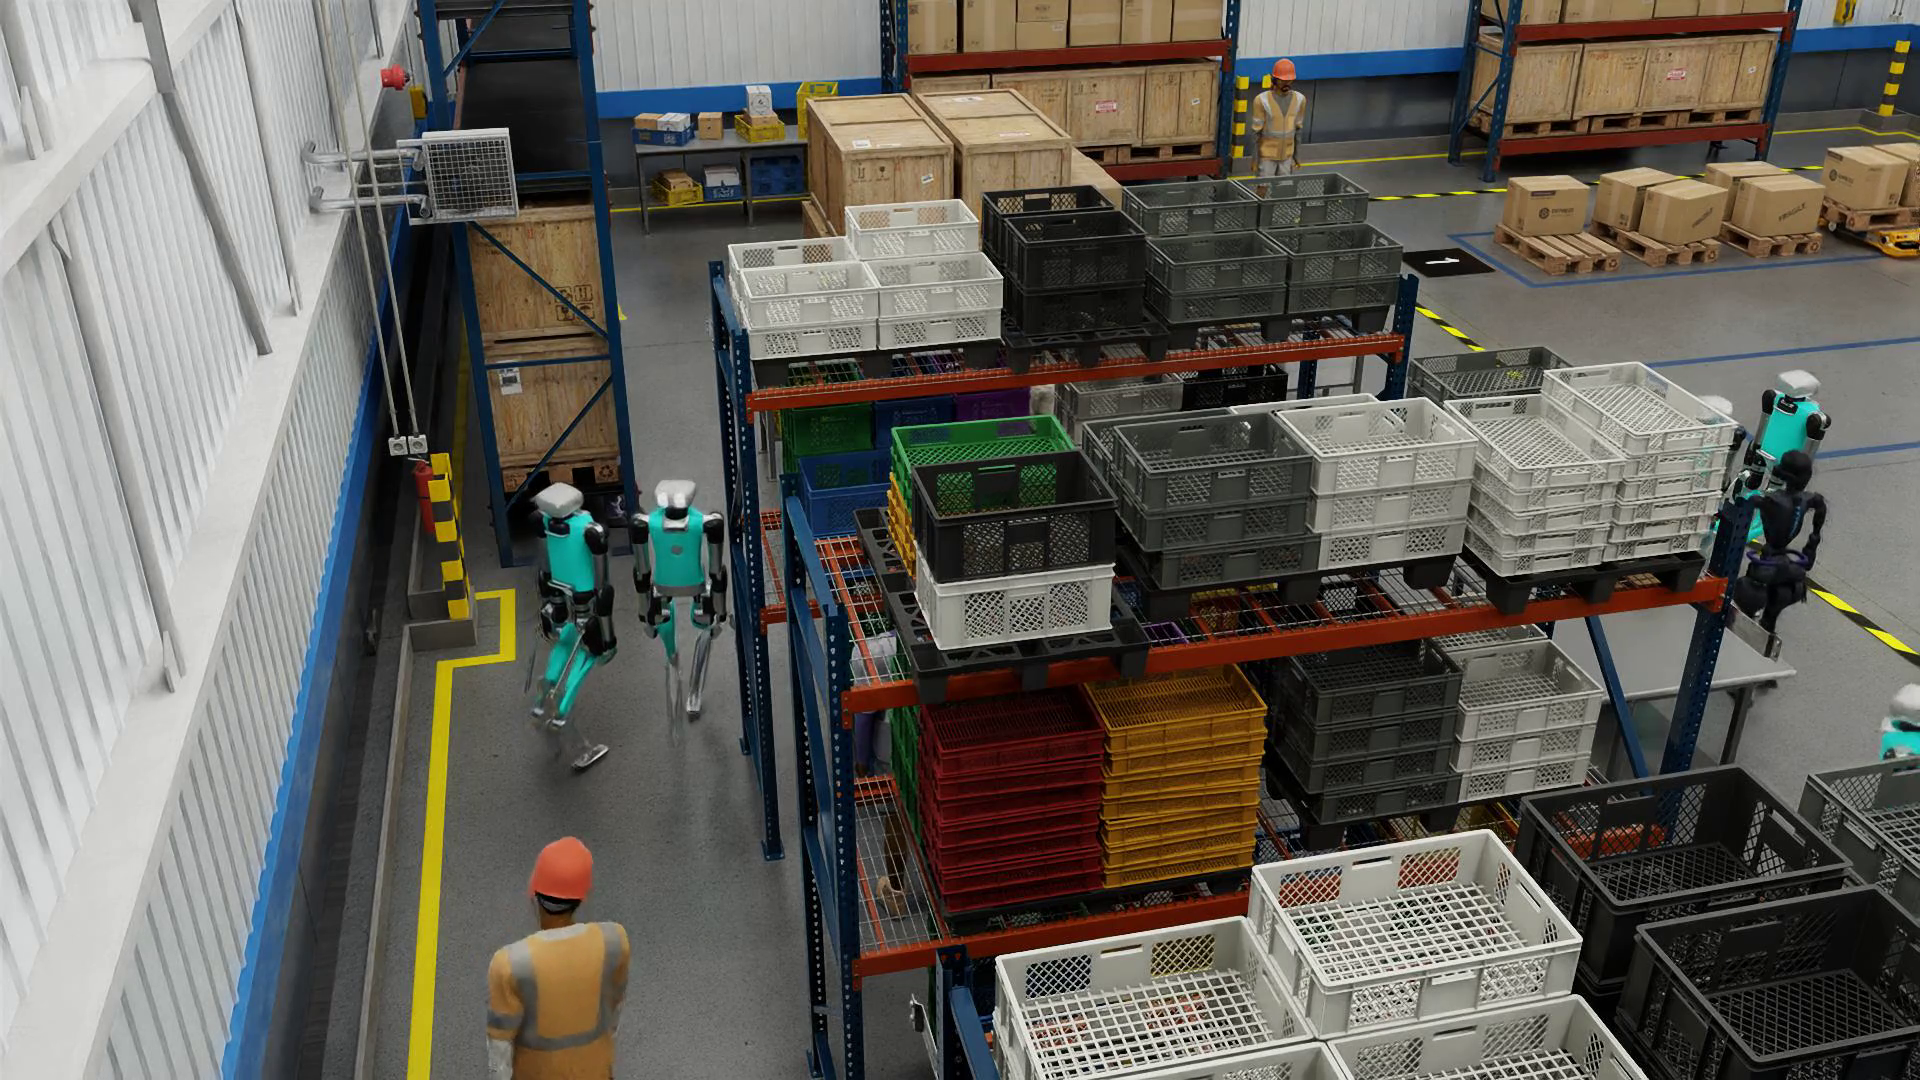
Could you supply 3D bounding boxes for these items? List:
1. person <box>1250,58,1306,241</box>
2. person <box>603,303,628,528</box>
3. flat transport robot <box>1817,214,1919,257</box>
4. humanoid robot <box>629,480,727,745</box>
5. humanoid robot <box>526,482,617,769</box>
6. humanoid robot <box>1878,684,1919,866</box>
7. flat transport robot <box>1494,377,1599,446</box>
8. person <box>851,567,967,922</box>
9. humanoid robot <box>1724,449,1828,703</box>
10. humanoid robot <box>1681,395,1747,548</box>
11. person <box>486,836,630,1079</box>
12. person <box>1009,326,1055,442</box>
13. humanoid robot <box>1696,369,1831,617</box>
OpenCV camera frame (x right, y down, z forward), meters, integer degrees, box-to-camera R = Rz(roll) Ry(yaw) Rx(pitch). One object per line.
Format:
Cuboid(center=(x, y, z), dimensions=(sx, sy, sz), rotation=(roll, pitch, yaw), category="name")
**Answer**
Cuboid(center=(3.451, -4.208, 18.130), dimensions=(0.606, 2.044, 0.370), rotation=(-8, 29, -14), category="person")
Cuboid(center=(-2.554, -0.941, 12.236), dimensions=(0.337, 1.760, 0.522), rotation=(-9, 29, -16), category="person")
Cuboid(center=(10.302, -3.511, 18.677), dimensions=(0.652, 0.197, 1.431), rotation=(-6, 28, -12), category="flat transport robot")
Cuboid(center=(-1.615, 0.349, 9.843), dimensions=(0.551, 1.781, 0.853), rotation=(-2, 28, -4), category="humanoid robot")
Cuboid(center=(-2.264, 0.600, 9.357), dimensions=(0.541, 1.822, 0.662), rotation=(16, 32, 28), category="humanoid robot")
Cuboid(center=(4.505, 1.513, 7.603), dimensions=(0.999, 1.708, 0.547), rotation=(17, 32, 29), category="humanoid robot")
Cuboid(center=(4.780, -1.036, 14.013), dimensions=(0.659, 0.231, 1.431), rotation=(-6, 28, -12), category="flat transport robot")
Cuboid(center=(-0.238, 0.990, 8.267), dimensions=(0.614, 2.041, 0.374), rotation=(-8, 29, -14), category="person")
Cuboid(center=(4.911, 0.216, 10.136), dimensions=(0.591, 1.652, 0.327), rotation=(-3, 28, -5), category="humanoid robot")
Cuboid(center=(4.548, -0.189, 10.763), dimensions=(0.543, 1.743, 0.676), rotation=(-7, 29, -14), category="humanoid robot")
Cuboid(center=(-1.537, 2.032, 6.483), dimensions=(0.585, 1.868, 0.835), rotation=(-9, 29, -17), category="person")
Cuboid(center=(0.453, -0.634, 11.572), dimensions=(0.507, 1.839, 0.337), rotation=(21, 34, 34), category="person")
Cuboid(center=(5.108, -0.276, 10.850), dimensions=(0.735, 1.677, 0.533), rotation=(-7, 29, -13), category="humanoid robot")
